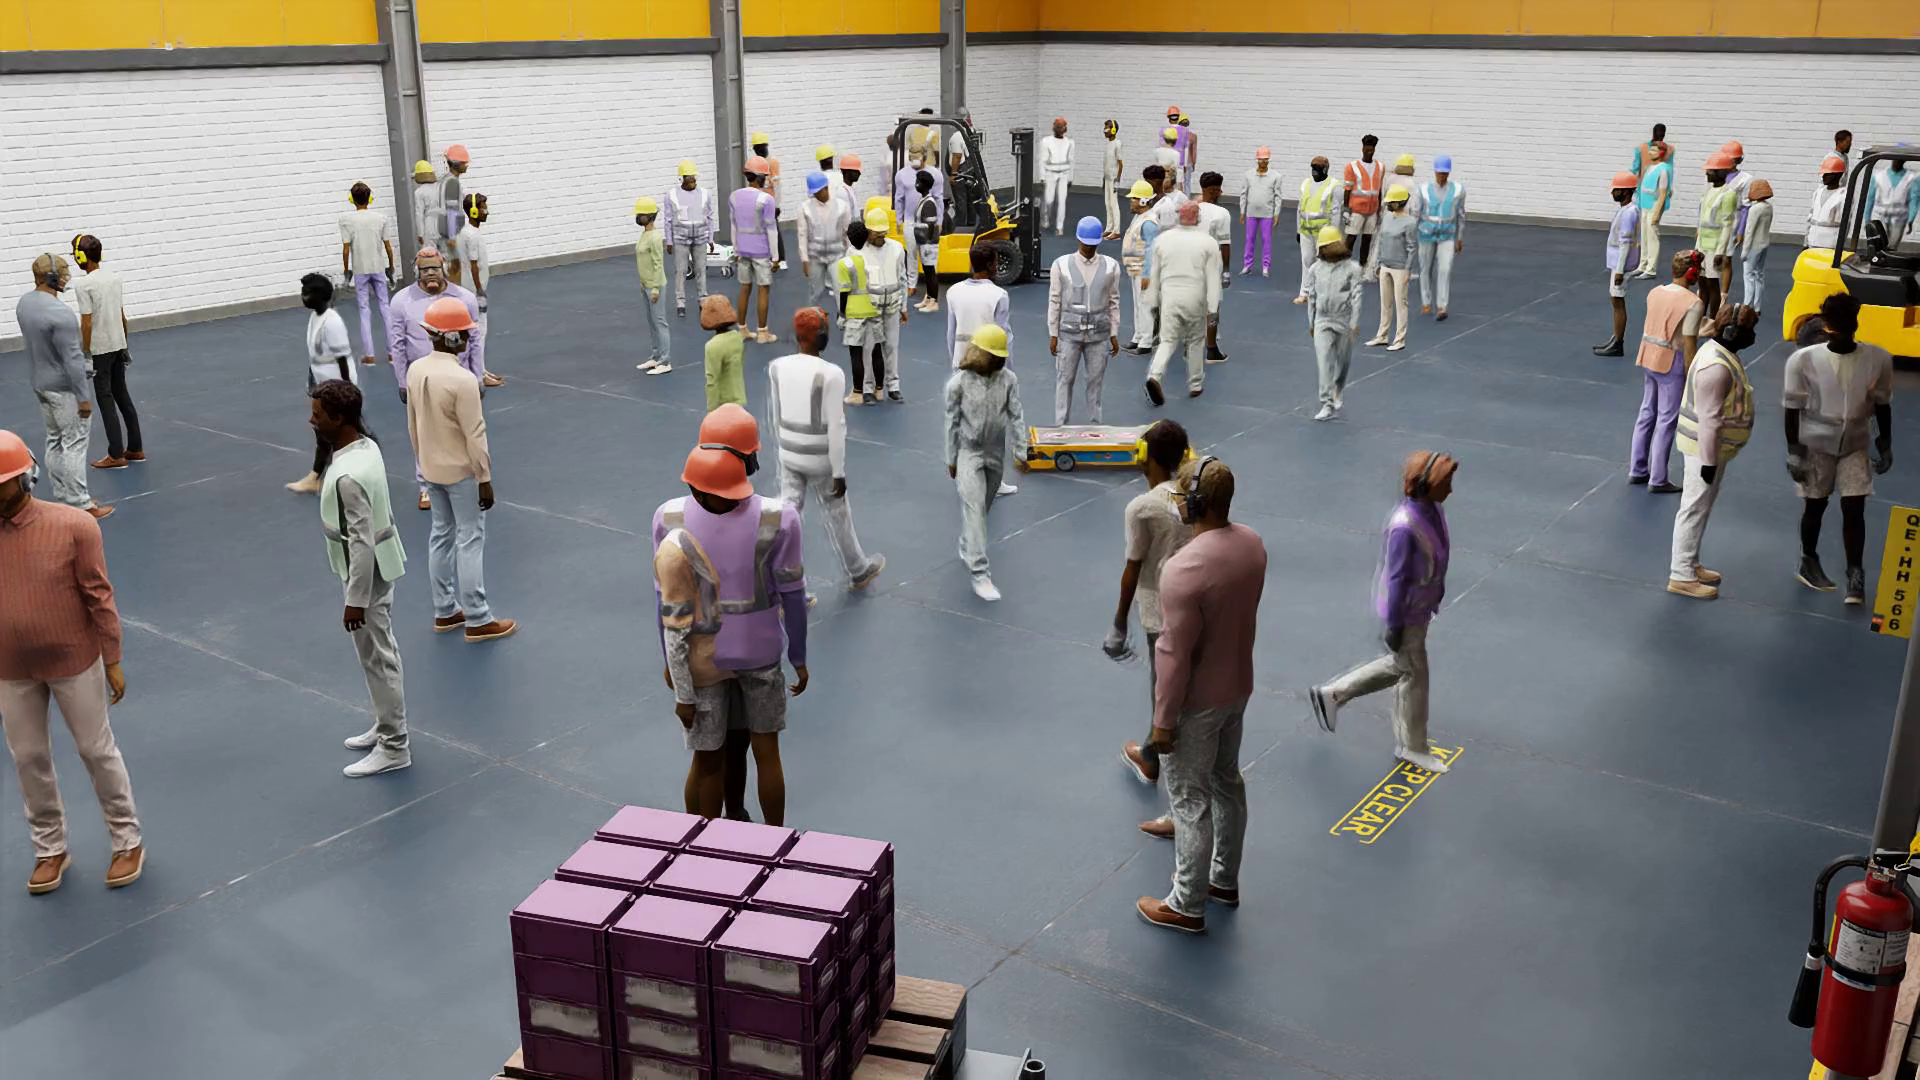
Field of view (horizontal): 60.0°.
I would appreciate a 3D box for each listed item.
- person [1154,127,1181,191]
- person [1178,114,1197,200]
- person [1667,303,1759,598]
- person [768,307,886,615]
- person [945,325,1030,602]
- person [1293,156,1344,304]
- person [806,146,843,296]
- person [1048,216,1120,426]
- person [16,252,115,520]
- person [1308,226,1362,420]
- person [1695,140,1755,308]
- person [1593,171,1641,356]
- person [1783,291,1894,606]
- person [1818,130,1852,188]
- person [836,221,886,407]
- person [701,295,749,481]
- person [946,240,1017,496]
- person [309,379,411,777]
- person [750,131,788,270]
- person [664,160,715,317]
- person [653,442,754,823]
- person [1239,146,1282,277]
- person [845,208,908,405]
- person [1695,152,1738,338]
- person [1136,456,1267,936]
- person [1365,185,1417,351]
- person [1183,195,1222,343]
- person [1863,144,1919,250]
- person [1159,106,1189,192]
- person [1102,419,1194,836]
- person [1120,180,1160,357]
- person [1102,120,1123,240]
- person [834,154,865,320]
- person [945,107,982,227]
[{"bbox_3d":[3.264,-5.642,26.371,0.440,1.750,0.537,-16,24,-40],"label":"person"},{"bbox_3d":[3.975,-6.732,29.784,0.533,1.754,0.342,-3,18,-10],"label":"person"},{"bbox_3d":[4.684,-0.562,10.358,0.430,1.836,0.630,9,20,25],"label":"person"},{"bbox_3d":[-0.834,-0.511,10.169,0.606,1.841,0.923,11,21,31],"label":"person"},{"bbox_3d":[0.133,-0.541,10.519,0.489,1.691,0.857,-10,20,-27],"label":"person"},{"bbox_3d":[4.390,-3.789,20.454,0.431,1.835,0.623,-15,23,-39],"label":"person"},{"bbox_3d":[-1.728,-4.096,21.354,0.581,1.869,0.950,-12,22,-34],"label":"person"},{"bbox_3d":[1.026,-1.702,13.746,0.604,1.939,0.401,-2,18,-7],"label":"person"},{"bbox_3d":[-6.356,-1.067,11.785,0.641,1.927,0.386,13,22,35],"label":"person"},{"bbox_3d":[3.357,-1.974,14.953,0.496,1.700,0.784,5,18,16],"label":"person"},{"bbox_3d":[9.201,-3.787,20.098,0.372,2.044,0.608,-16,24,-41],"label":"person"},{"bbox_3d":[6.930,-2.907,17.535,0.387,1.931,0.545,5,18,16],"label":"person"},{"bbox_3d":[5.387,-0.547,10.165,0.710,1.922,0.778,3,18,10],"label":"person"},{"bbox_3d":[12.329,-4.820,23.528,0.593,1.922,0.392,-17,24,-42],"label":"person"},{"bbox_3d":[-0.904,-2.077,15.309,0.530,1.696,0.322,-13,22,-36],"label":"person"},{"bbox_3d":[-1.675,-0.936,11.866,0.298,1.618,0.513,6,19,18],"label":"person"},{"bbox_3d":[0.153,-1.273,12.435,0.588,1.920,0.391,15,23,39],"label":"person"},{"bbox_3d":[-2.831,0.176,7.903,0.392,1.919,0.590,-5,18,-16],"label":"person"},{"bbox_3d":[-2.687,-4.764,23.377,0.473,1.910,0.621,-9,20,-25],"label":"person"},{"bbox_3d":[-3.214,-3.584,19.804,0.600,1.832,0.404,-7,19,-20],"label":"person"},{"bbox_3d":[-0.983,0.516,6.840,0.387,1.924,0.549,9,20,26],"label":"person"},{"bbox_3d":[4.107,-4.501,22.791,0.572,1.755,0.319,8,19,22],"label":"person"},{"bbox_3d":[-0.762,-2.149,15.344,0.605,1.817,0.403,-8,19,-22],"label":"person"},{"bbox_3d":[8.332,-3.278,18.505,0.390,2.041,0.614,0,18,-1],"label":"person"},{"bbox_3d":[0.953,0.614,6.522,0.368,1.933,0.627,14,22,37],"label":"person"},{"bbox_3d":[4.646,-2.916,17.829,0.329,1.763,0.523,-9,20,-25],"label":"person"},{"bbox_3d":[2.663,-2.960,18.193,0.527,1.619,0.624,14,22,37],"label":"person"},{"bbox_3d":[11.965,-4.124,21.416,0.603,1.895,1.018,9,20,27],"label":"person"},{"bbox_3d":[3.703,-6.572,28.996,0.543,1.928,0.372,-3,18,-9],"label":"person"},{"bbox_3d":[0.911,0.372,7.469,0.765,1.816,0.597,15,23,39],"label":"person"},{"bbox_3d":[1.901,-2.852,17.513,0.404,1.835,0.589,-1,18,-3],"label":"person"},{"bbox_3d":[2.392,-5.711,26.397,0.313,1.869,0.538,-6,19,-18],"label":"person"},{"bbox_3d":[-1.288,-3.555,19.559,0.378,1.929,0.544,2,18,7],"label":"person"},{"bbox_3d":[0.008,-5.946,26.855,0.537,2.000,0.678,12,21,32],"label":"person"}]
